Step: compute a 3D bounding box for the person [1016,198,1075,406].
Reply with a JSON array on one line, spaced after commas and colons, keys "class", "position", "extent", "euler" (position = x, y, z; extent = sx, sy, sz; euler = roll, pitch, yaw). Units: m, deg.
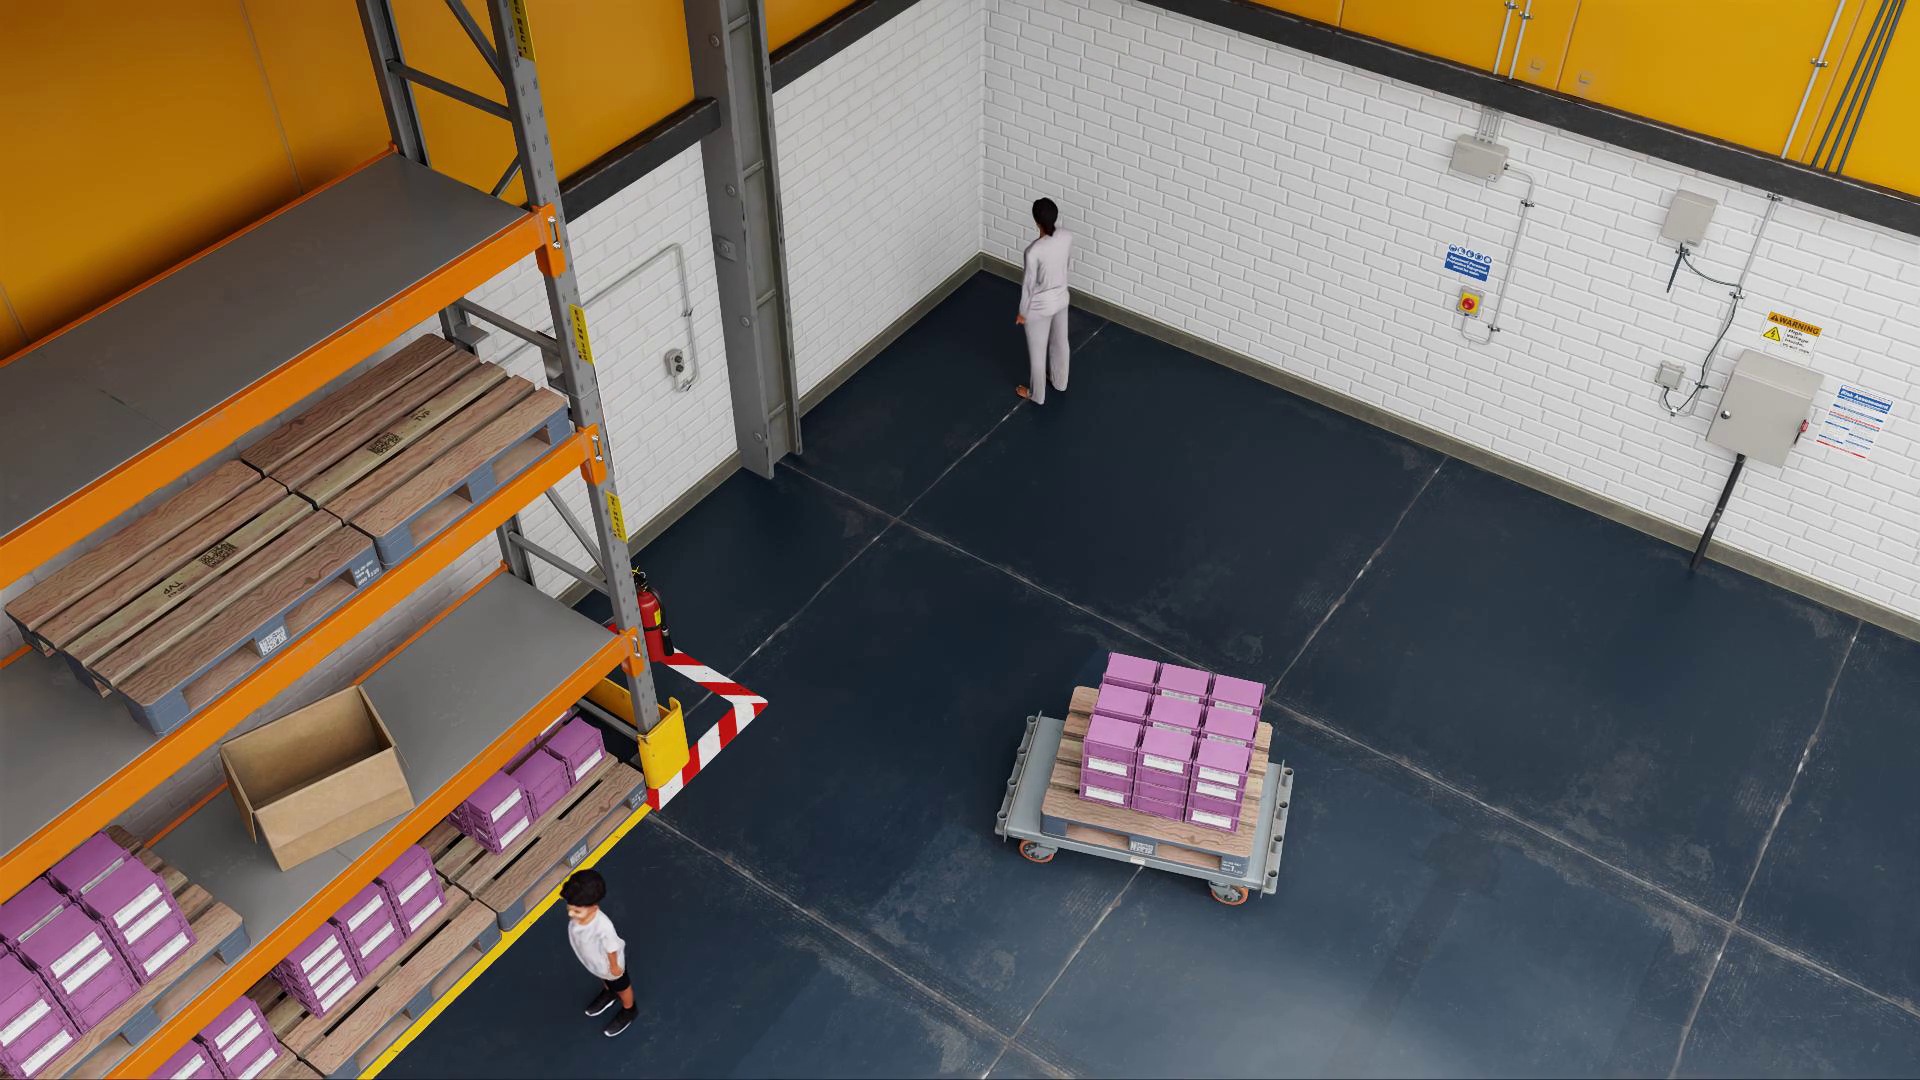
[{"class": "person", "position": [0.656, -1.798, 12.541], "extent": [0.568, 1.739, 0.740], "euler": [-31, 52, -29]}]

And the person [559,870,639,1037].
[{"class": "person", "position": [-1.886, 2.143, 8.755], "extent": [0.492, 1.256, 0.495], "euler": [31, 52, 29]}]
